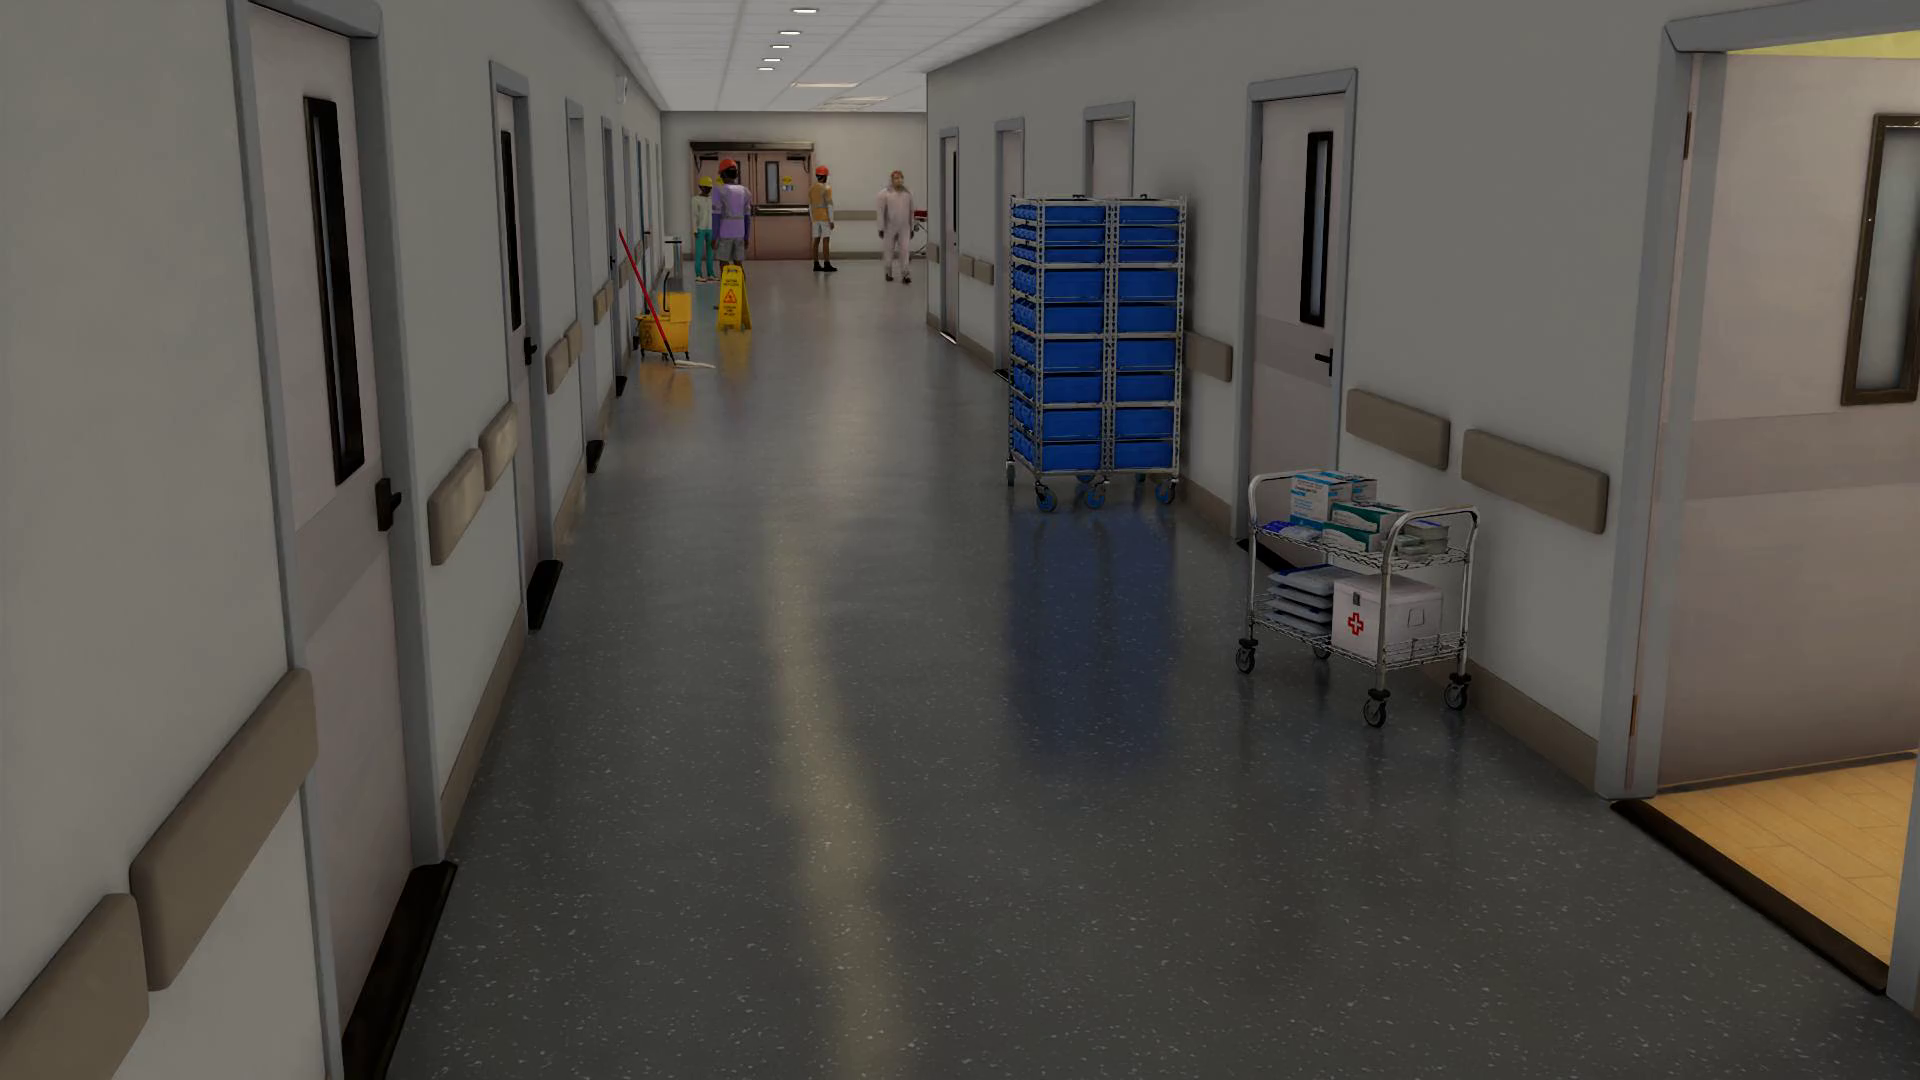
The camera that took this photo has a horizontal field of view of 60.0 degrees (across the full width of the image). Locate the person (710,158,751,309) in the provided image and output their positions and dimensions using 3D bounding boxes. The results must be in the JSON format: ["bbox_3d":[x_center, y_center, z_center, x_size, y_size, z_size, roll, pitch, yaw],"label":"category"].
[{"bbox_3d":[-3.129,-4.148,22.611,0.613,2.029,0.407,-12,17,-43],"label":"person"}]

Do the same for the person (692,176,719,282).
[{"bbox_3d":[-4.281,-5.242,28.067,0.517,1.757,0.342,-11,17,-41],"label":"person"}]

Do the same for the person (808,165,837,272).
[{"bbox_3d":[-2.536,-5.926,30.699,0.545,1.938,0.357,9,16,35],"label":"person"}]

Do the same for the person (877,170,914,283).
[{"bbox_3d":[-1.076,-5.257,27.917,0.660,1.862,0.984,-3,13,-15],"label":"person"}]
